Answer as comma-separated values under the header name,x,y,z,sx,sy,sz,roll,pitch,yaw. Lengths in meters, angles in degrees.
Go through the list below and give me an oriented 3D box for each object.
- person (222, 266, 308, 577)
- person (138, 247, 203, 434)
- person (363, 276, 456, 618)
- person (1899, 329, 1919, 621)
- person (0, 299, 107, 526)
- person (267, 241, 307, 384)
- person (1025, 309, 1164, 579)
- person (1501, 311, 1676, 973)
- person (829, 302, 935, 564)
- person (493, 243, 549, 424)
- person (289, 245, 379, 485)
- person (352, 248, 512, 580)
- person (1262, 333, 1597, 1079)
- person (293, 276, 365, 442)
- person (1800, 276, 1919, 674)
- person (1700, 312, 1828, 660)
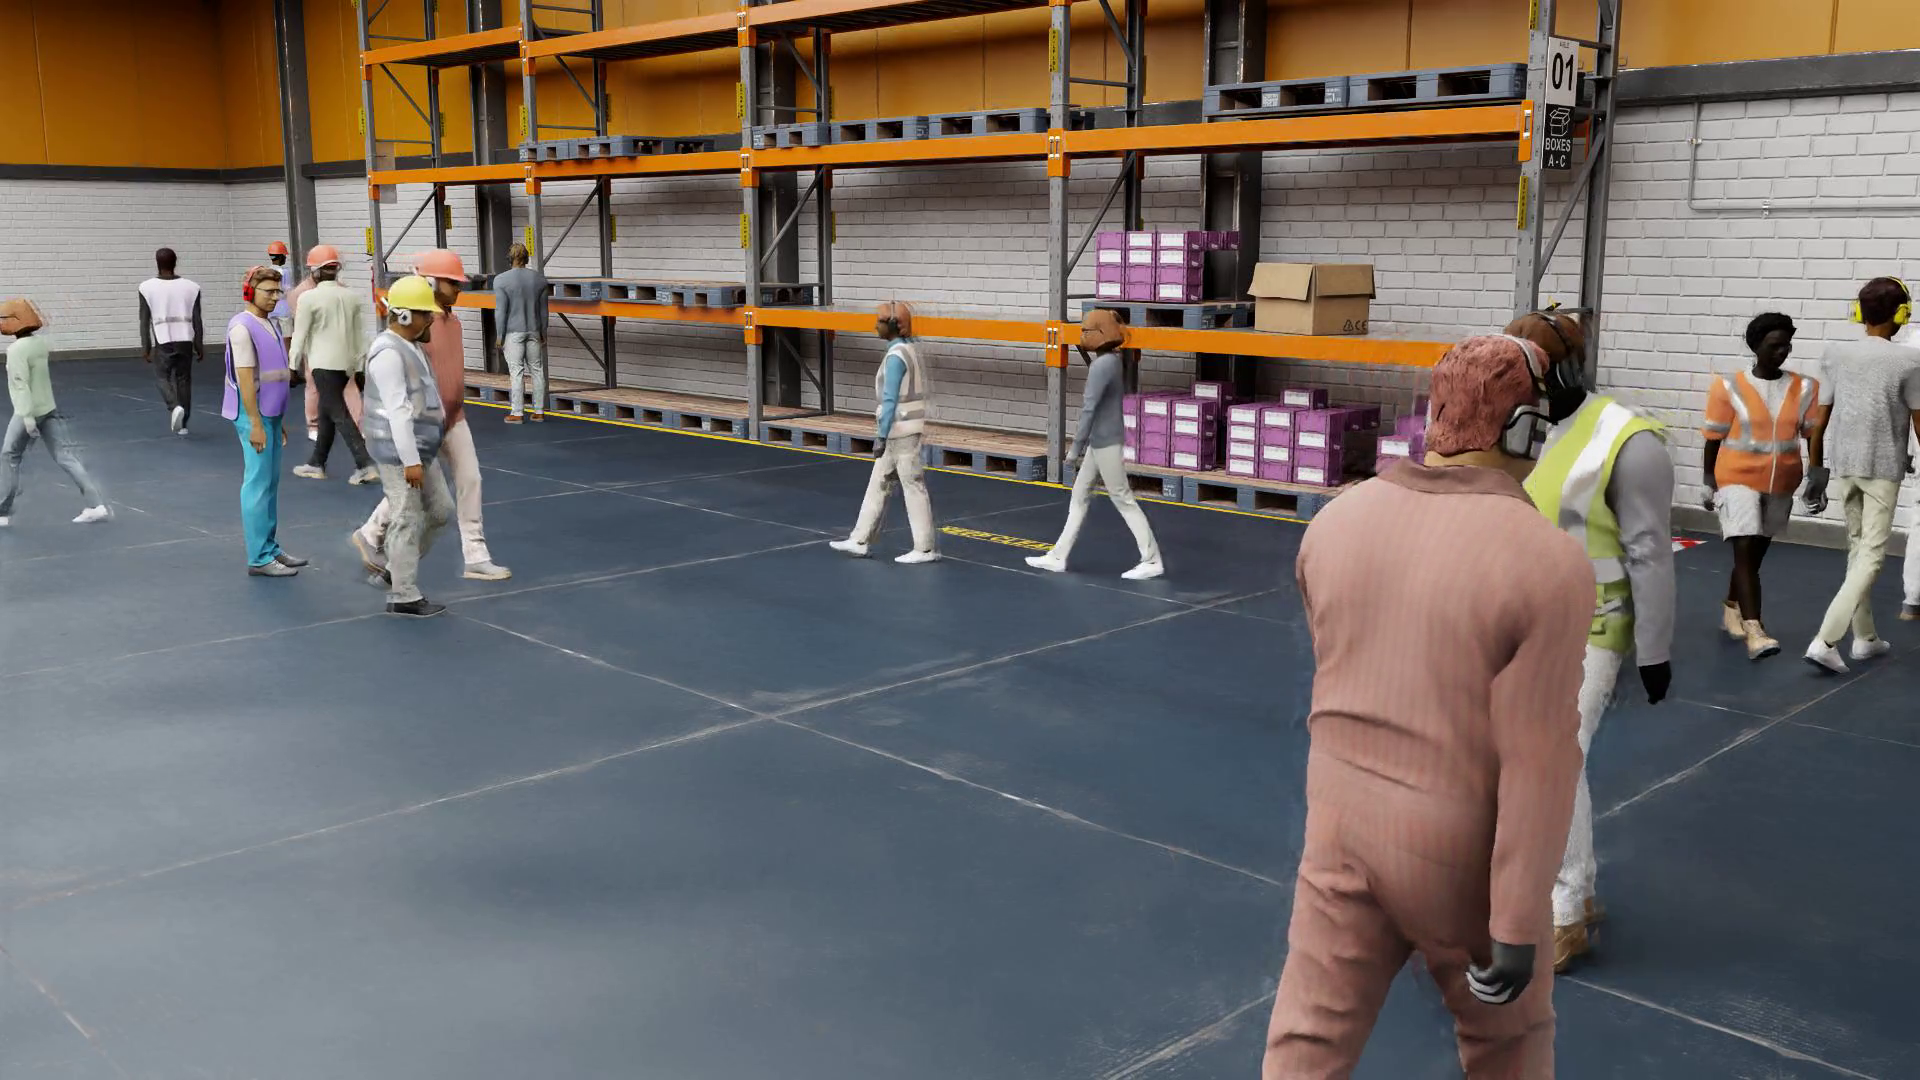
name,x,y,z,sx,sy,sz,roll,pitch,yaw
person,-4.180,-0.705,9.940,0.392,1.839,0.563,-1,10,-8
person,-7.945,-1.996,16.811,0.597,1.901,0.603,-8,13,-37
person,-2.897,-0.474,8.752,0.426,1.810,0.586,0,10,-2
person,5.212,-0.474,8.660,0.609,1.855,0.423,3,11,17
person,-6.454,-0.881,11.593,0.870,1.590,0.502,0,10,-2
person,-9.258,-3.096,22.707,0.544,1.938,0.354,5,11,24
person,0.827,-0.559,9.816,0.854,1.583,0.514,2,11,12
person,1.622,0.273,4.679,0.665,1.812,0.648,-5,12,-26
person,-0.495,-0.646,10.214,0.758,1.606,0.541,0,10,1
person,-4.722,-2.218,17.919,0.630,1.940,0.372,-10,14,-42
person,-5.145,-1.433,13.618,1.018,1.952,0.606,4,11,21
person,-3.155,-0.725,9.762,0.921,1.954,0.608,4,11,19
person,0.886,0.550,3.070,1.014,1.838,0.665,-8,13,-36
person,-6.061,-1.855,16.118,0.951,1.860,0.680,6,12,31
person,4.221,-0.299,7.722,0.815,1.838,0.516,-5,12,-27
person,3.886,-0.268,8.037,0.545,1.647,0.868,0,10,1
